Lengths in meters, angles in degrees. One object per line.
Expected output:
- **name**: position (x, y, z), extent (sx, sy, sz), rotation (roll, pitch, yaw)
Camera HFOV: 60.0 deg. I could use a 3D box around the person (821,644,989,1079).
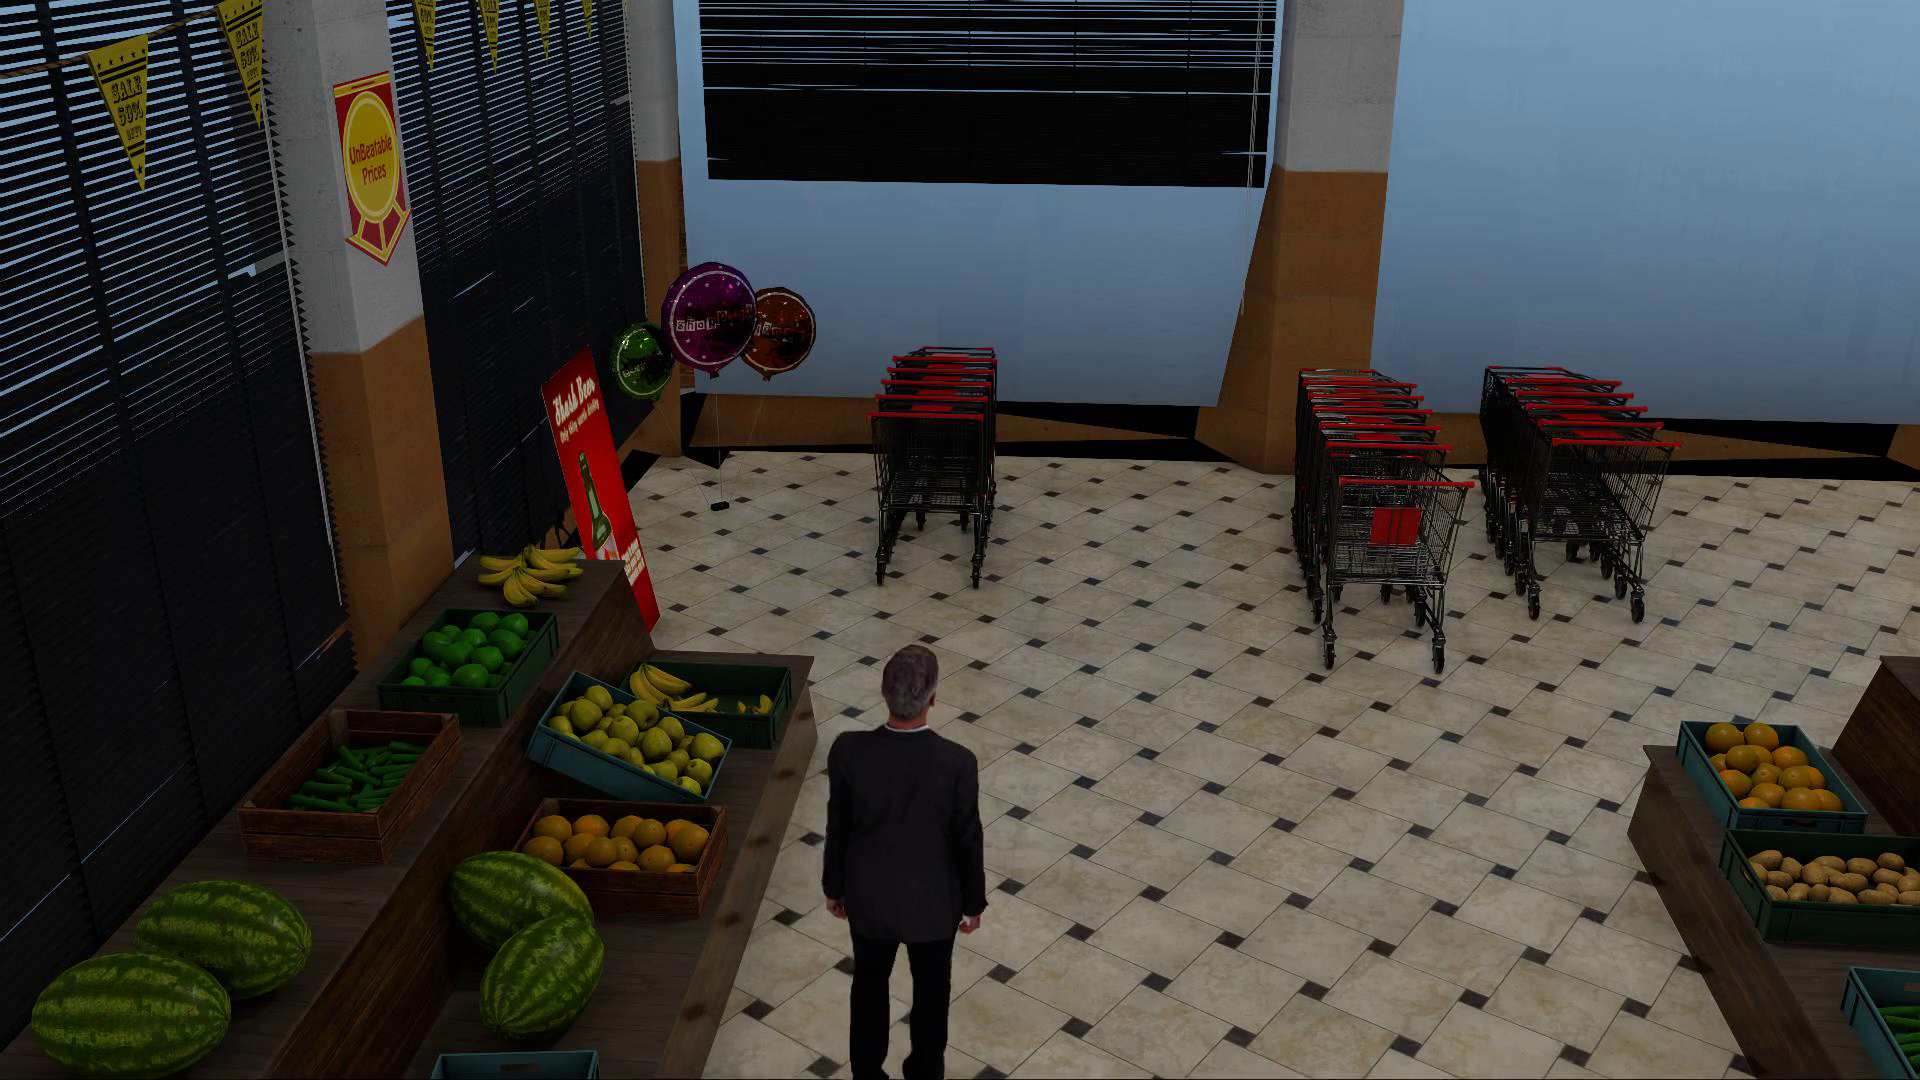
- **person**: position (-0.205, 1.232, 5.615), extent (0.759, 1.822, 0.883), rotation (3, 22, 8)
